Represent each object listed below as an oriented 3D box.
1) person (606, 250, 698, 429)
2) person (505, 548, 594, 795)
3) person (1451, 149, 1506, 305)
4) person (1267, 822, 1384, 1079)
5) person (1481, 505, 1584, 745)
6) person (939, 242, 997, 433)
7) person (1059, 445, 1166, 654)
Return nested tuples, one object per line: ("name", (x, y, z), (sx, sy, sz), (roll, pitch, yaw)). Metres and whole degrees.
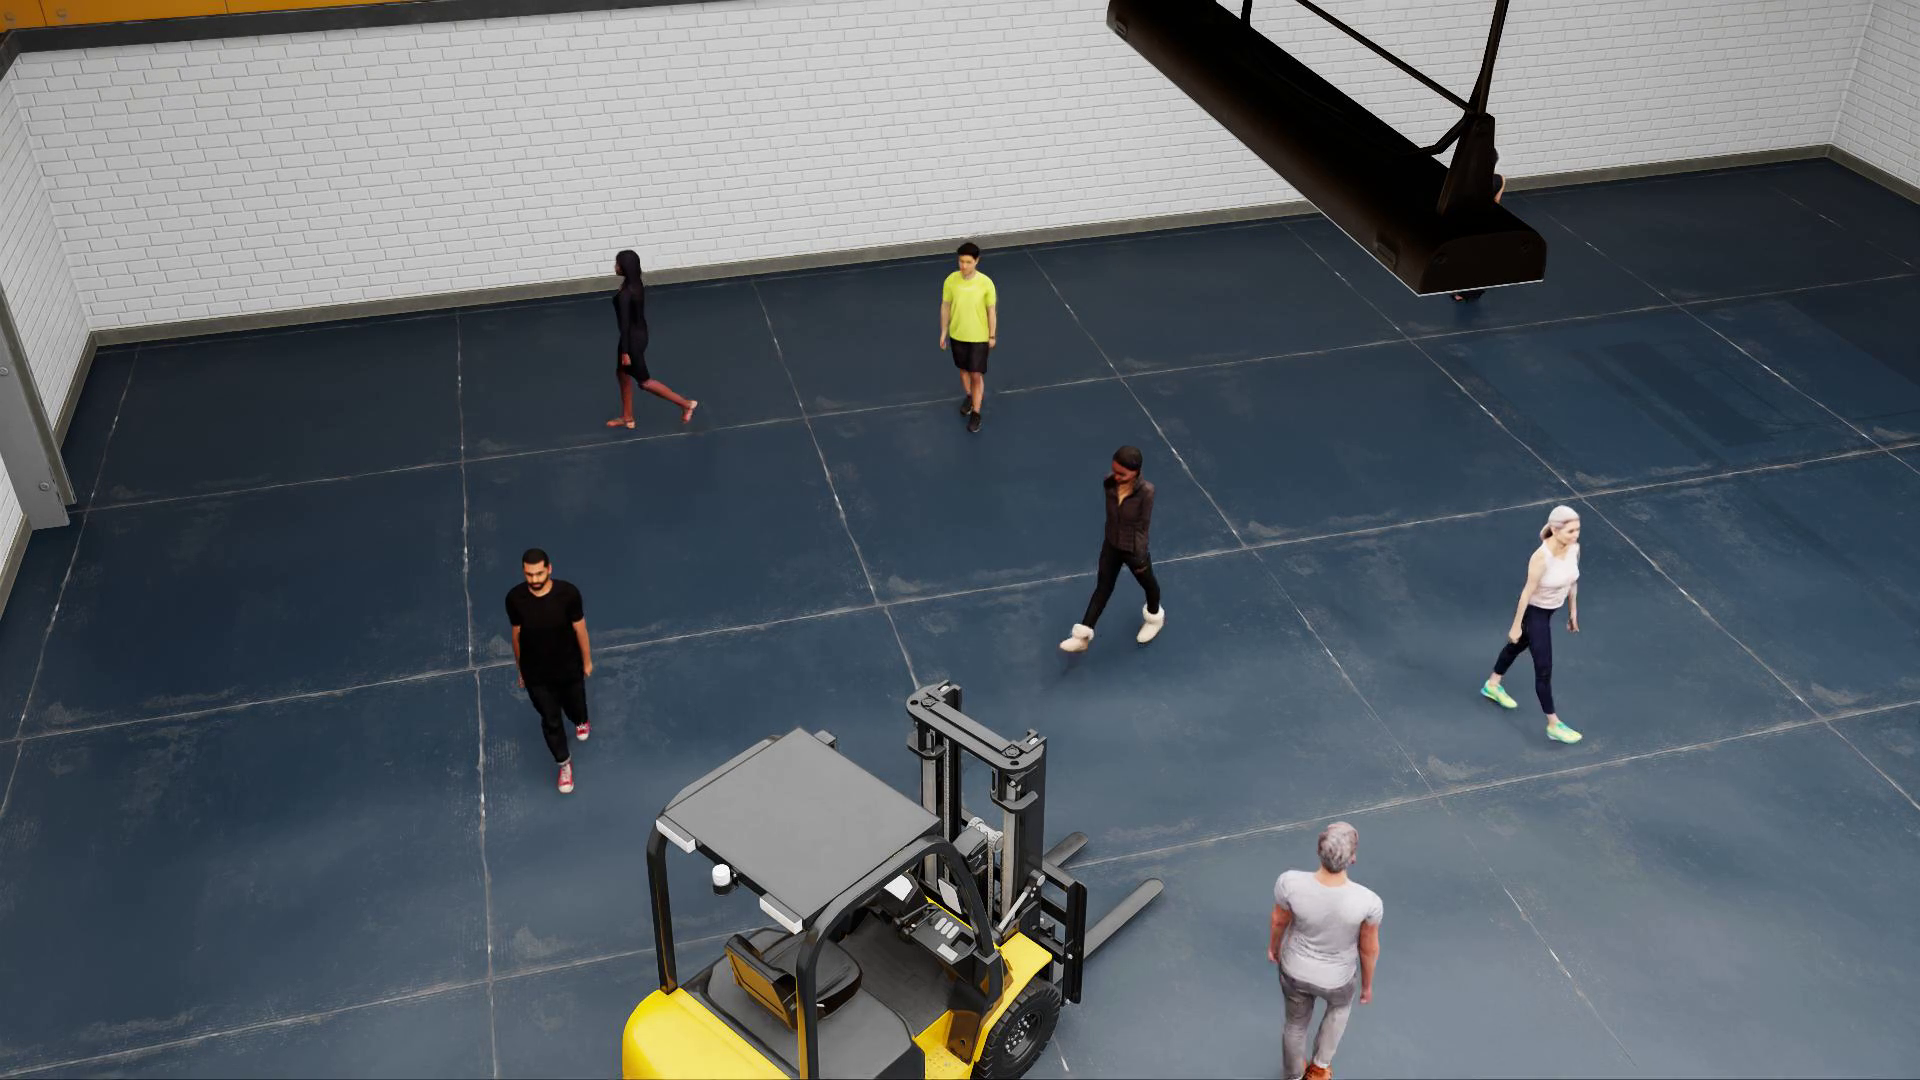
("person", (-2.722, -1.681, 14.326), (0.858, 1.696, 1.071), (0, 34, 0))
("person", (-2.592, 0.765, 10.603), (0.675, 1.744, 0.906), (-5, 34, -7))
("person", (5.193, -3.132, 16.595), (0.617, 1.602, 0.578), (-16, 37, -23))
("person", (1.786, 2.213, 8.359), (0.824, 1.817, 0.845), (13, 36, 18))
("person", (3.789, 0.463, 11.123), (0.905, 1.671, 1.150), (-24, 40, -32))
("person", (0.107, -1.857, 14.601), (0.876, 1.685, 0.969), (13, 36, 19))
("person", (1.098, 0.141, 11.642), (1.107, 1.633, 1.059), (13, 36, 19))
